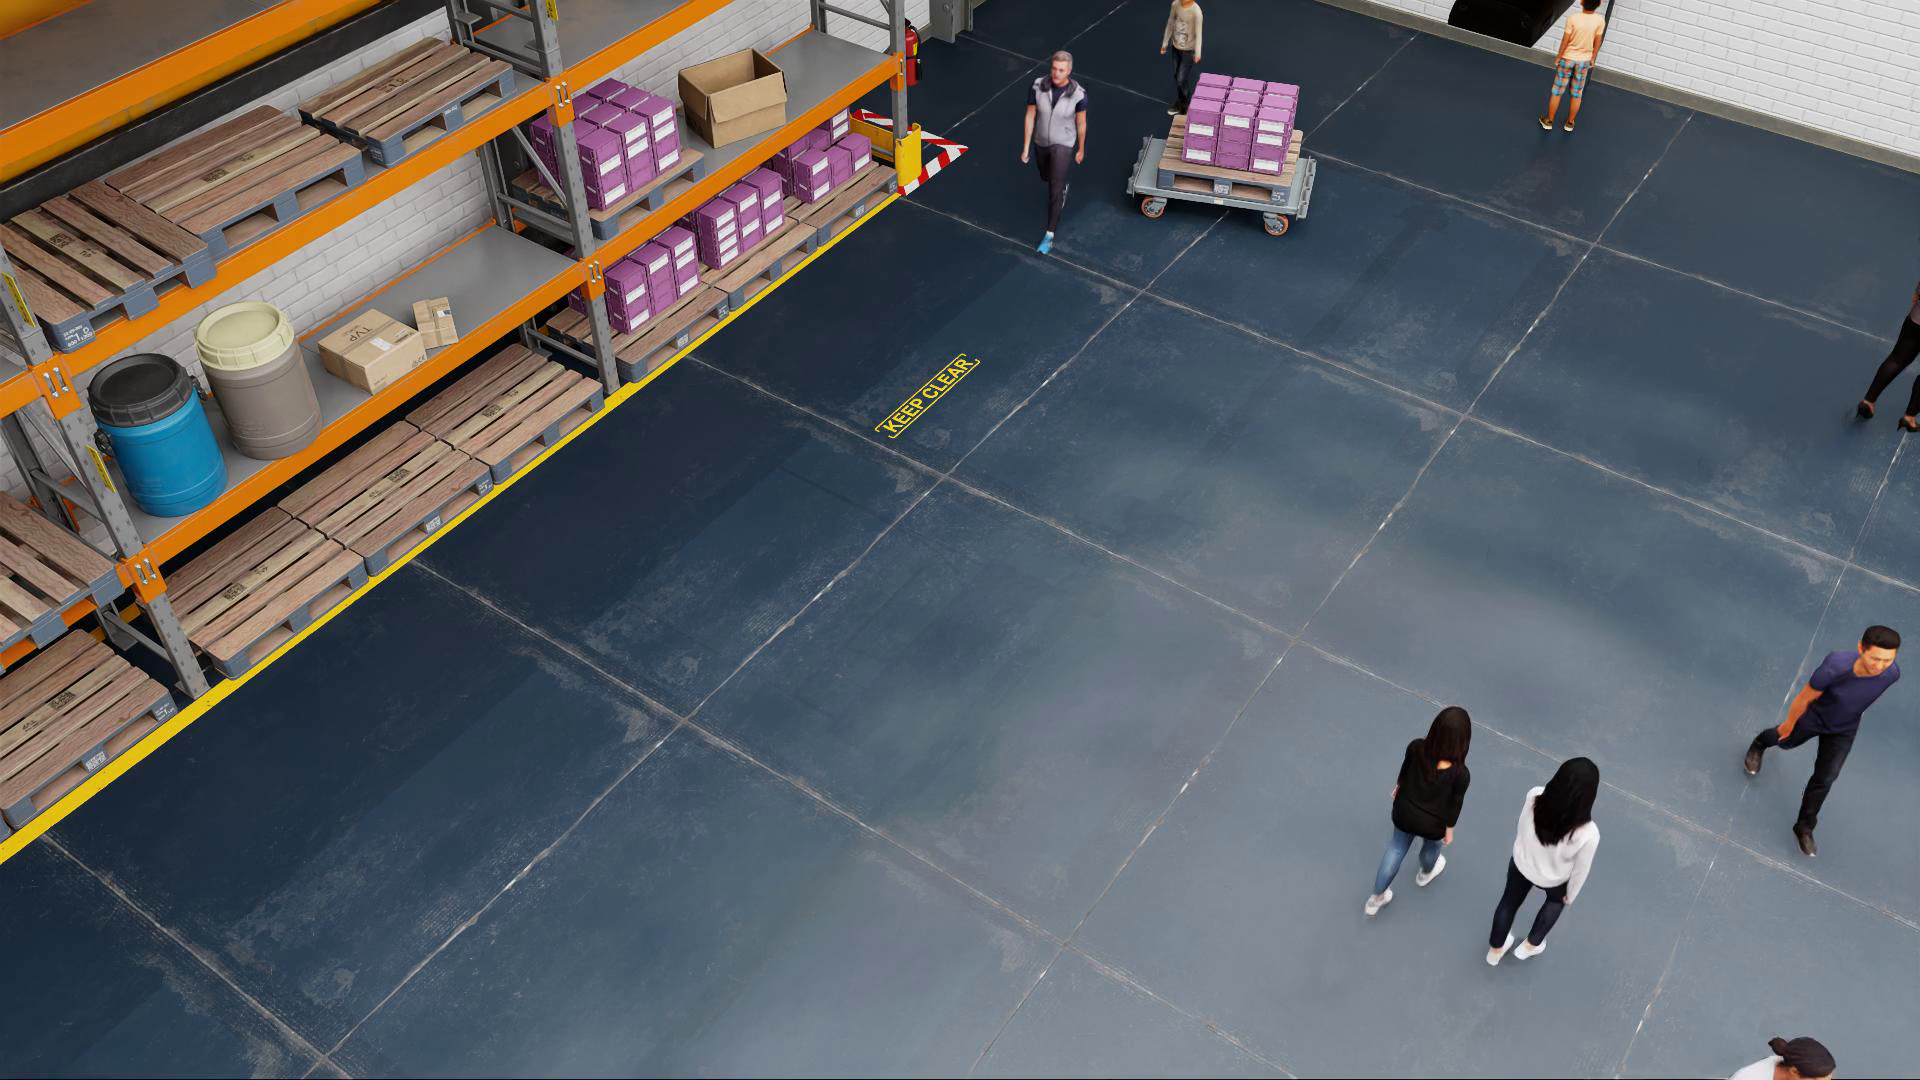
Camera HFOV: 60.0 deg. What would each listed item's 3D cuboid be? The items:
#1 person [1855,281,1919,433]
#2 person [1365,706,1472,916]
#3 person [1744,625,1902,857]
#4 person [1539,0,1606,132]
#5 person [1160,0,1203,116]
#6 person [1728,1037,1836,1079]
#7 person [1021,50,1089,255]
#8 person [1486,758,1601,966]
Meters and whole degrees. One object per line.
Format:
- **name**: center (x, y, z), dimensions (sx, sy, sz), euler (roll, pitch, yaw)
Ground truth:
- **person**: center (7.386, -1.605, 12.676), dimensions (0.819, 1.846, 0.783), euler (-19, 47, -19)
- **person**: center (2.610, 1.578, 9.495), dimensions (0.673, 1.625, 0.940), euler (33, 52, 29)
- **person**: center (5.182, 1.017, 10.002), dimensions (1.016, 1.737, 1.230), euler (4, 44, 4)
- **person**: center (5.991, -4.678, 16.180), dimensions (0.598, 1.462, 0.621), euler (6, 44, 6)
- **person**: center (2.264, -4.872, 16.392), dimensions (0.612, 1.450, 0.600), euler (-29, 51, -27)
- **person**: center (3.691, 2.820, 8.126), dimensions (0.804, 1.713, 0.907), euler (-13, 45, -13)
- **person**: center (0.857, -3.529, 14.734), dimensions (0.852, 1.792, 1.290), euler (17, 46, 17)
- **person**: center (3.156, 1.849, 9.166), dimensions (0.645, 1.685, 0.613), euler (31, 52, 29)
